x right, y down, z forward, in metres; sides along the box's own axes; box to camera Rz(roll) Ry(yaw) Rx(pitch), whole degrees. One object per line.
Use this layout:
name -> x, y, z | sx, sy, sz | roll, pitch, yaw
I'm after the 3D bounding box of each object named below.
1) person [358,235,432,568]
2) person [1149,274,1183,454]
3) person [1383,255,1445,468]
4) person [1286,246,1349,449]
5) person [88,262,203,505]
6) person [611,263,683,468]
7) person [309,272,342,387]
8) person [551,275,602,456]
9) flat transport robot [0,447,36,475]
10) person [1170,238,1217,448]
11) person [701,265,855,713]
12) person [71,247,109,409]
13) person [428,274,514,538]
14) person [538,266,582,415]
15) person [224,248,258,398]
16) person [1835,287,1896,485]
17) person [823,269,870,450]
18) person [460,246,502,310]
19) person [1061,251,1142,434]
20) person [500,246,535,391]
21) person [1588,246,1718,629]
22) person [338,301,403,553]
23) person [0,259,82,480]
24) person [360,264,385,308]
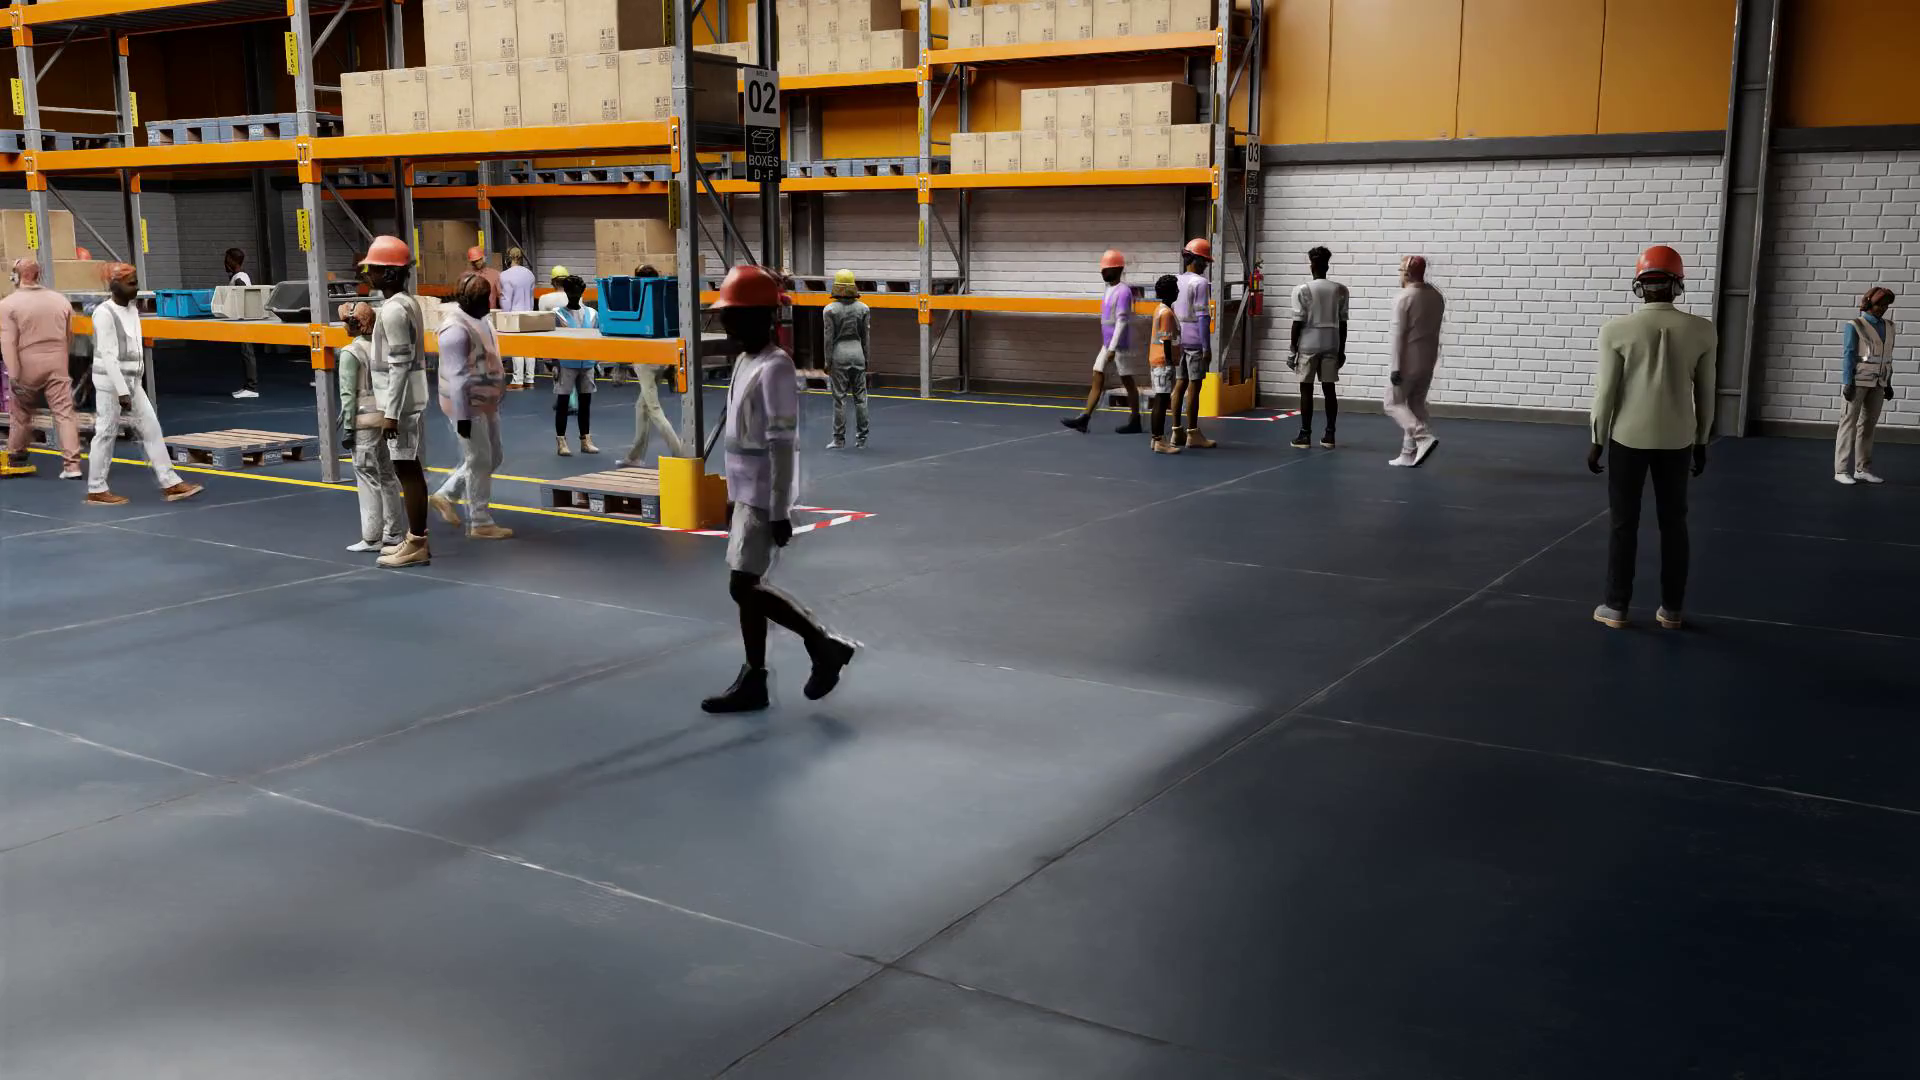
person -> -3.490, -0.849, 10.319 | 0.365, 2.048, 0.607 | -2, 10, -12
person -> 1.961, -1.670, 15.828 | 0.315, 1.699, 0.541 | 0, 10, 1
person -> 4.024, -1.555, 14.656 | 0.652, 1.896, 0.540 | -7, 13, -36
person -> 3.478, -1.870, 16.197 | 0.618, 1.963, 0.361 | -3, 11, -14
person -> -6.277, -1.174, 12.672 | 0.917, 1.843, 0.613 | 0, 10, -1
person -> -2.693, -1.483, 14.475 | 0.952, 1.831, 0.513 | 6, 12, 29
person -> -8.541, -2.839, 22.611 | 0.858, 1.588, 0.500 | 2, 11, 13
person -> -3.625, -1.642, 15.674 | 0.537, 1.698, 0.320 | -9, 13, -40
flat transport robot -> -8.666, -0.707, 14.451 | 1.431, 0.197, 0.652 | 9, 13, 40
person -> 2.281, -1.912, 16.246 | 0.390, 2.035, 0.605 | -5, 11, -25
person -> -0.819, -0.199, 7.085 | 0.544, 1.923, 0.548 | -3, 11, -18
person -> -10.442, -2.521, 19.890 | 0.553, 1.934, 0.366 | 0, 10, 0
person -> -3.337, -0.887, 11.232 | 0.549, 1.808, 0.647 | 1, 10, 3
person -> -4.649, -2.327, 19.404 | 0.531, 1.724, 0.893 | -8, 13, -38
person -> -9.268, -2.799, 21.476 | 0.391, 1.920, 0.587 | -5, 11, -24
person -> 7.546, -1.282, 13.847 | 0.513, 1.640, 0.309 | -4, 11, -20
person -> -1.102, -1.740, 16.097 | 0.486, 1.744, 0.294 | -5, 12, -27
person -> -6.923, -3.280, 24.107 | 0.646, 1.952, 0.873 | -6, 12, -29
person -> 1.511, -2.034, 17.265 | 0.948, 1.898, 0.554 | -3, 11, -18
person -> -5.964, -2.973, 22.388 | 0.372, 1.940, 0.629 | 4, 11, 22
person -> 3.597, -0.527, 8.685 | 0.617, 1.989, 0.392 | 1, 10, 6
person -> -3.852, -0.733, 10.837 | 0.316, 1.629, 0.509 | 1, 10, 7
person -> -7.864, -1.441, 14.124 | 0.984, 1.860, 0.650 | 7, 12, 34
person -> -7.196, -2.621, 20.843 | 0.891, 1.800, 0.606 | -5, 11, -24
